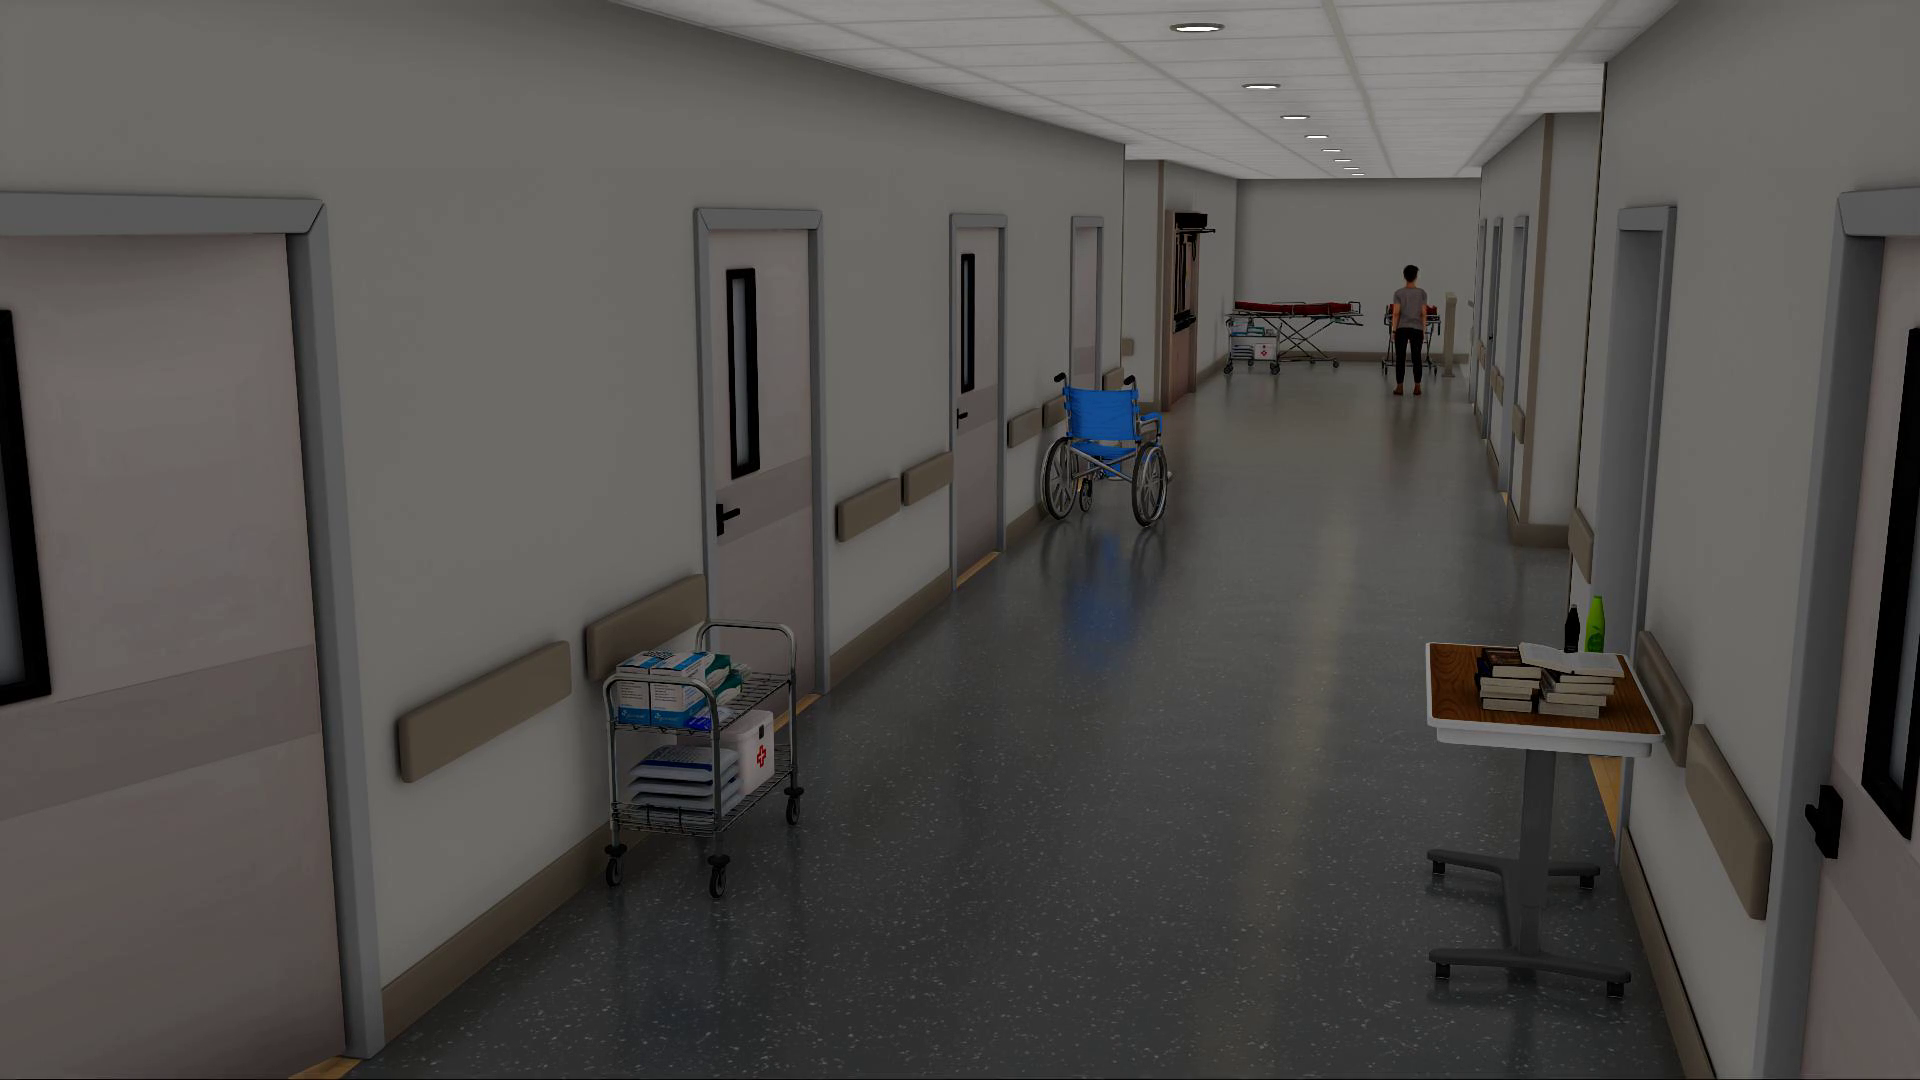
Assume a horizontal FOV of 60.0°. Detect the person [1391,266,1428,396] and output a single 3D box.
[{"bbox_3d":[5.988,-2.799,22.181,0.622,1.712,0.559,2,11,8],"label":"person"}]
